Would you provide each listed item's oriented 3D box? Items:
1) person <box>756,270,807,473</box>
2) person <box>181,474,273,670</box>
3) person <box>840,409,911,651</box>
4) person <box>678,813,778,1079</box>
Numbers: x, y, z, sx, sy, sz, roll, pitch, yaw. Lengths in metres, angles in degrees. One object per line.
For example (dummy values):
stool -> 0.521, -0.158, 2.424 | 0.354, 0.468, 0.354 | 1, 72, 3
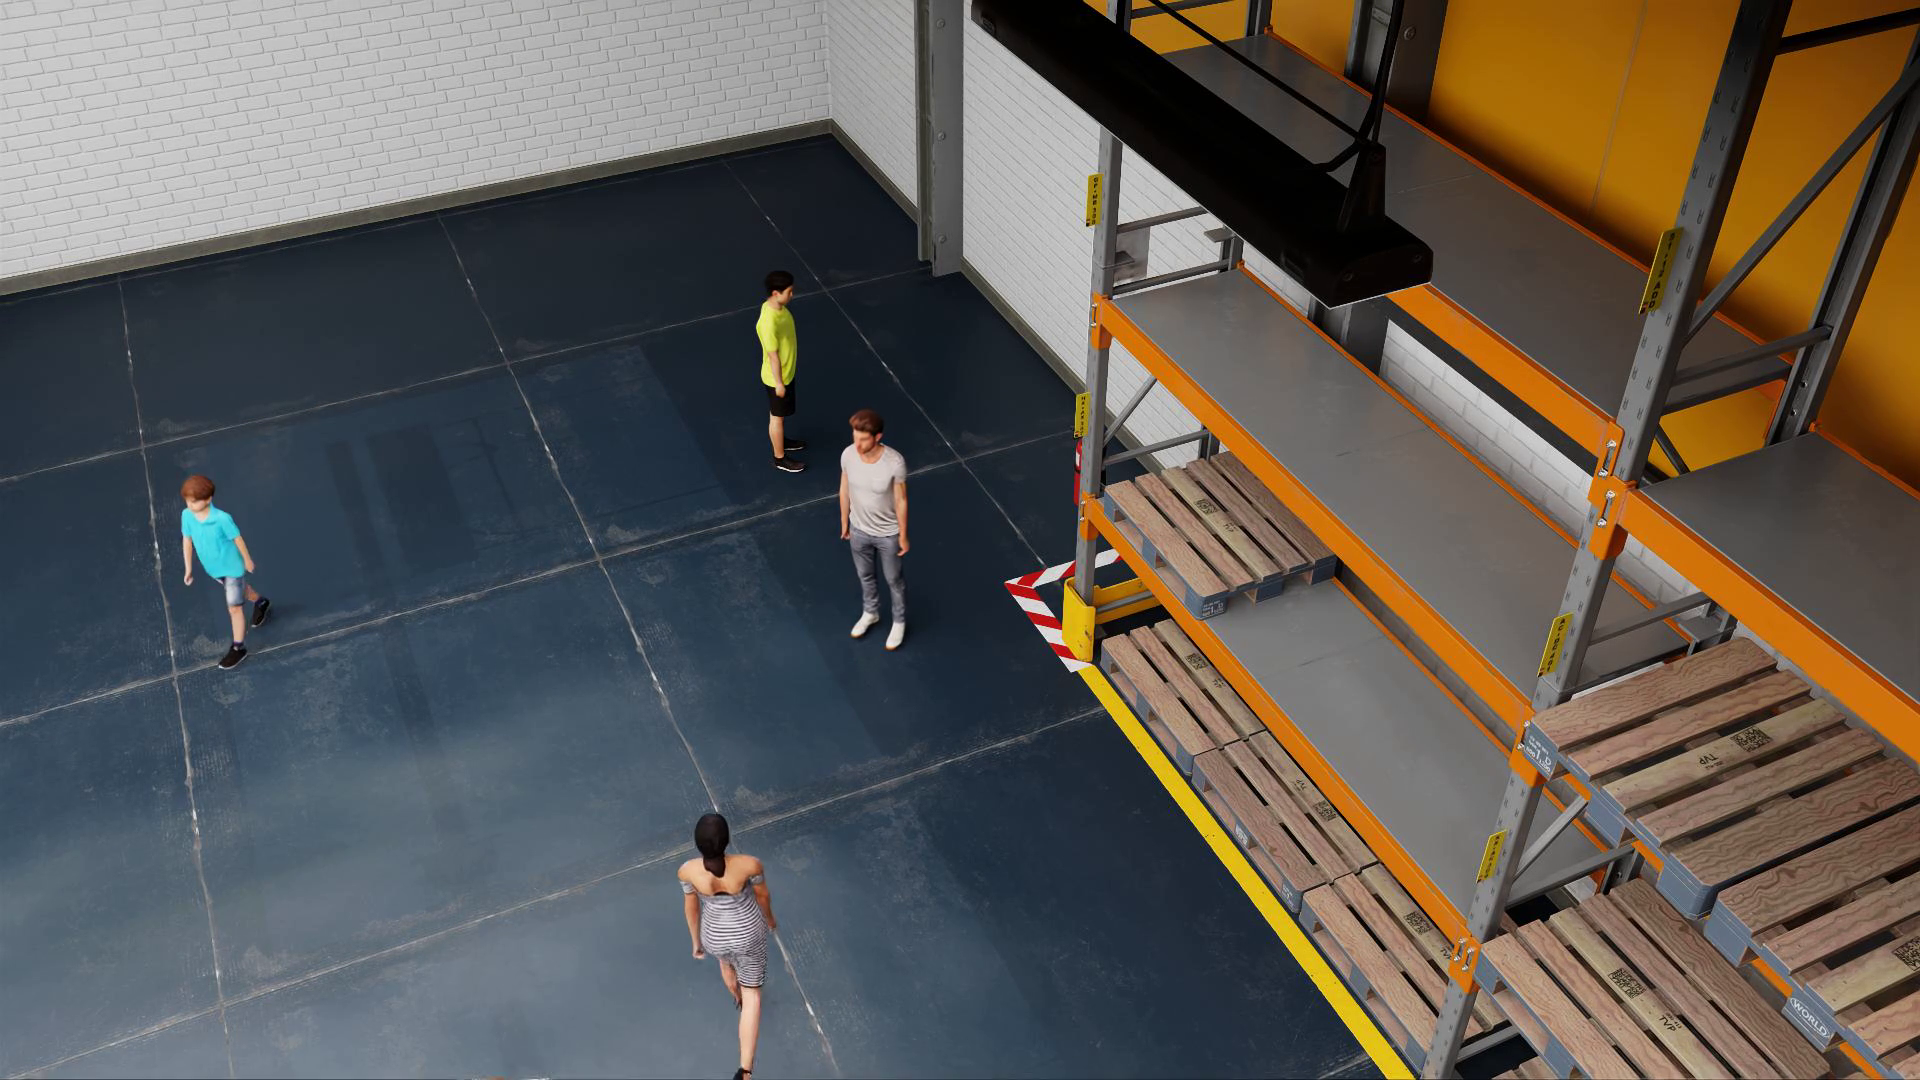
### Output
person -> -1.420, -1.333, 12.966 | 0.754, 1.706, 0.609 | -1, 39, -2
person -> -5.007, 0.110, 11.389 | 0.900, 1.420, 0.990 | 10, 40, 13
person -> -0.559, -0.100, 11.277 | 0.739, 1.889, 0.805 | 14, 41, 17
person -> -1.164, 2.137, 8.554 | 0.930, 1.791, 1.176 | 1, 39, 2
